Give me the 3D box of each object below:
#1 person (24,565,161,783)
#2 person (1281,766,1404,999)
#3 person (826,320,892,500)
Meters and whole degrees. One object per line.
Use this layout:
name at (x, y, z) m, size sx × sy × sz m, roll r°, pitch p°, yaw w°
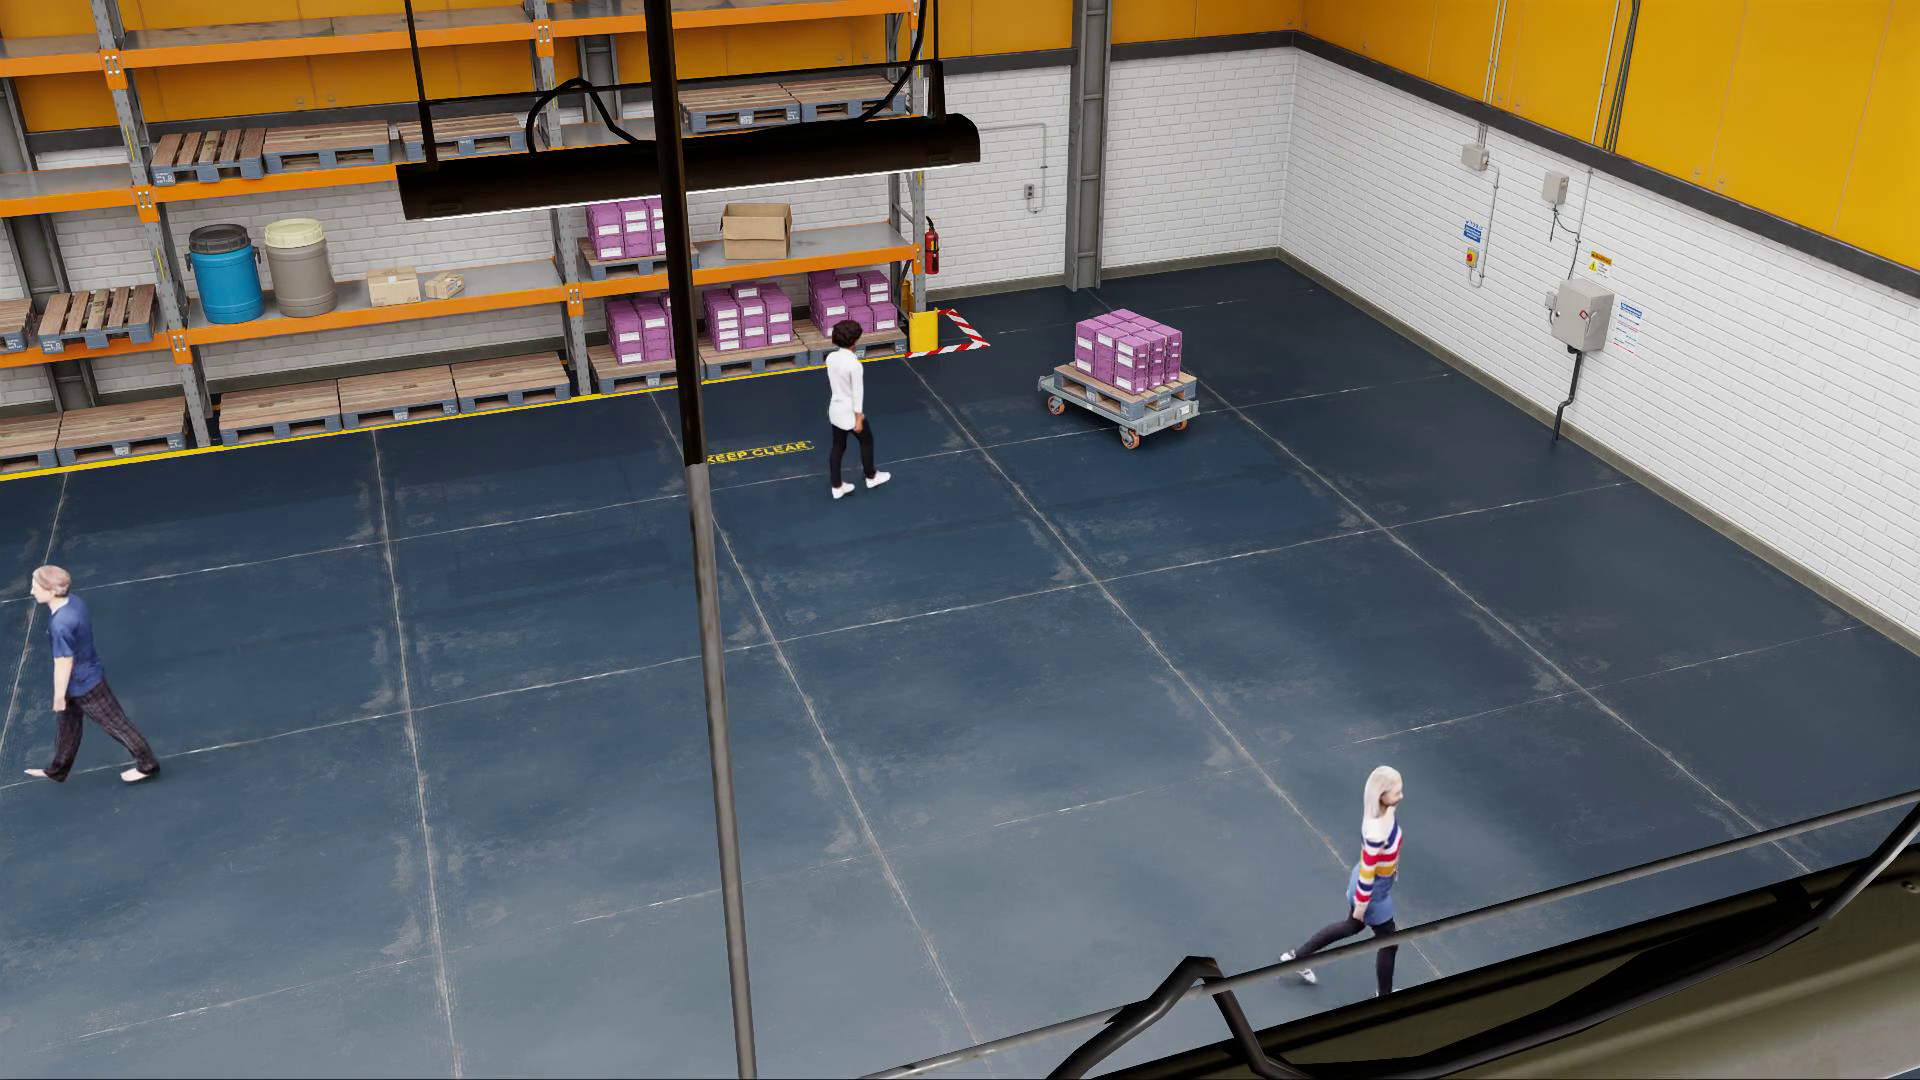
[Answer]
person at (-6.226, 1.001, 12.013) m, size 1.123 × 1.829 × 0.709 m, roll -11°, pitch 31°, yaw -20°
person at (2.404, 2.084, 10.077) m, size 1.188 × 1.782 × 1.044 m, roll 8°, pitch 30°, yaw 13°
person at (-1.160, -1.231, 16.149) m, size 0.888 × 1.786 × 1.015 m, roll 25°, pitch 37°, yaw 38°
